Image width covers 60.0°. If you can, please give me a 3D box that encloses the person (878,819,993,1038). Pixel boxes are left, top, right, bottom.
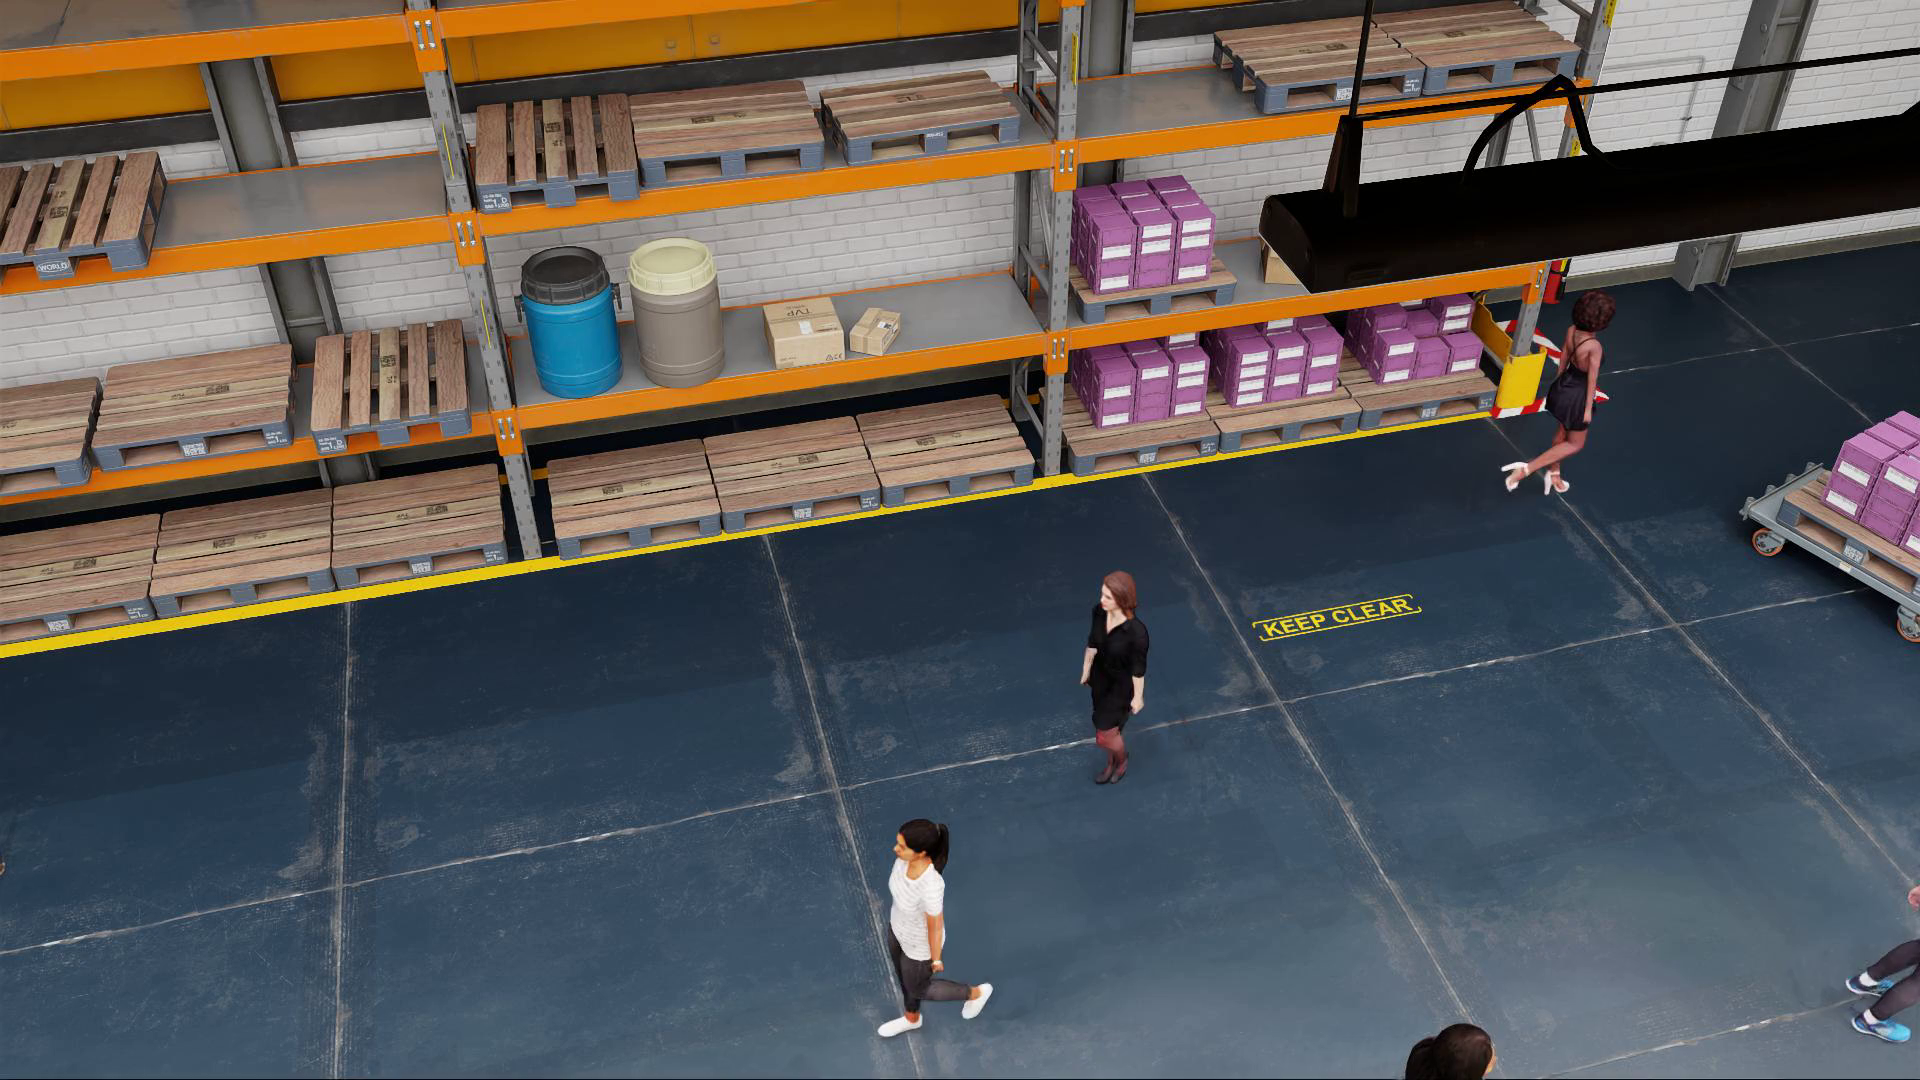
[{"bbox_3d":[-0.144,2.007,8.585,0.843,1.633,0.584,-12,40,-14],"label":"person"}]

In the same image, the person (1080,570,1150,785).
[{"bbox_3d":[0.994,0.839,9.999,0.686,1.693,0.675,-25,45,-28],"label":"person"}]

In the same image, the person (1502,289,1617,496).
[{"bbox_3d":[4.426,-1.007,12.246,0.853,1.772,0.573,-8,39,-10],"label":"person"}]

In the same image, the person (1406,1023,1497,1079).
[{"bbox_3d":[1.998,2.755,7.510,1.168,1.805,0.772,-4,39,-5],"label":"person"}]
